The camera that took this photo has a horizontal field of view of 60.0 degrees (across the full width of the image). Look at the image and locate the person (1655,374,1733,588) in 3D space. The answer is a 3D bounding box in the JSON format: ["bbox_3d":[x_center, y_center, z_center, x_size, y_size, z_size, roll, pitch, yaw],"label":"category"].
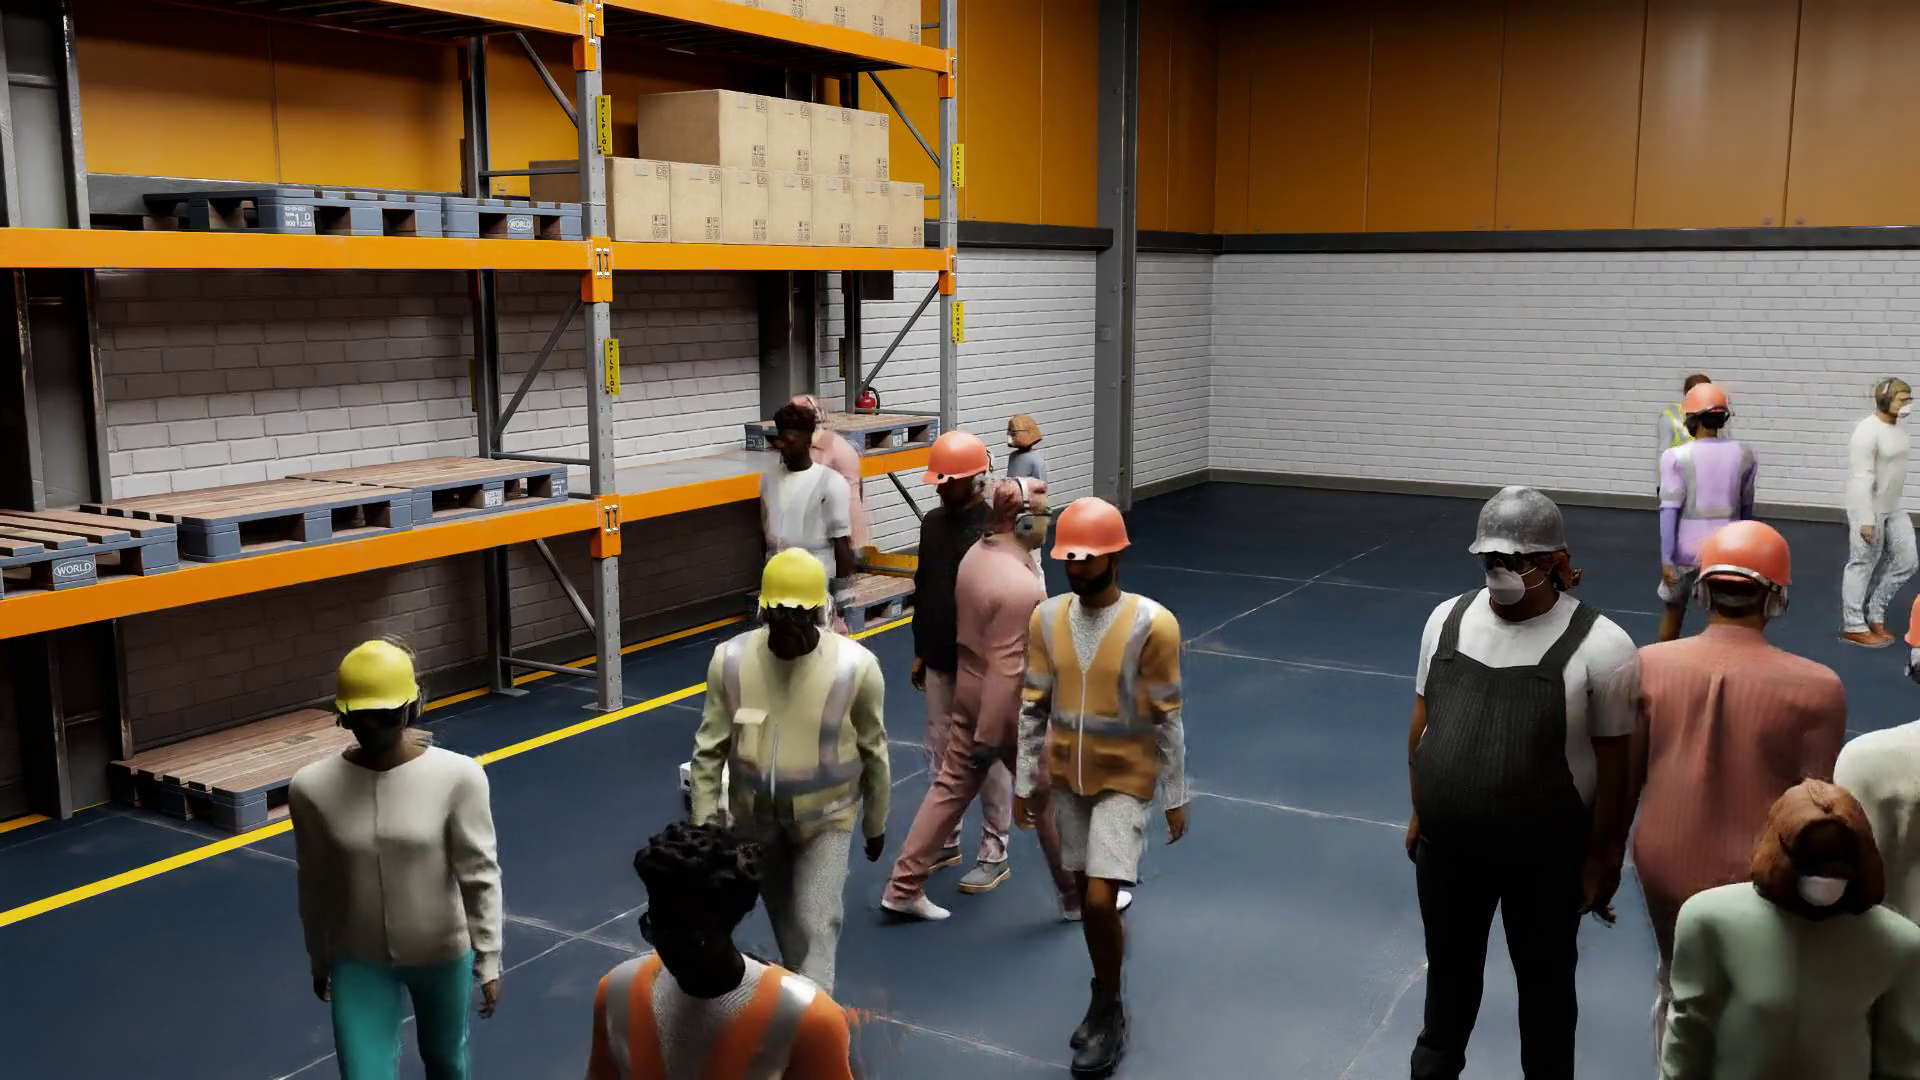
[{"bbox_3d":[6.307,-0.542,14.358,0.629,1.808,0.919,-1,9,-6],"label":"person"}]

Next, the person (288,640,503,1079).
[{"bbox_3d":[-1.489,1.089,4.465,0.537,1.718,0.943,-2,9,-11],"label":"person"}]

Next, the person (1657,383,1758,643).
[{"bbox_3d":[4.531,0.036,10.191,0.622,1.979,1.104,0,9,0],"label":"person"}]

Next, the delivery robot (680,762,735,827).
[{"bbox_3d":[-0.936,1.097,7.705,0.707,0.478,0.477,-9,13,-43],"label":"delivery robot"}]

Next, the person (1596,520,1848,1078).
[{"bbox_3d":[2.075,0.939,4.615,0.648,1.973,0.818,8,12,40],"label":"person"}]

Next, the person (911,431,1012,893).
[{"bbox_3d":[0.011,0.517,7.165,0.611,1.985,0.393,8,12,42],"label":"person"}]

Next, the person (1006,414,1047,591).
[{"bbox_3d":[0.466,-0.109,12.167,0.266,1.631,0.507,-4,10,-24],"label":"person"}]

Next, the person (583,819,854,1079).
[{"bbox_3d":[-0.495,1.333,3.051,0.553,1.656,0.802,5,10,27],"label":"person"}]

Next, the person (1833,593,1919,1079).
[{"bbox_3d":[2.366,1.056,3.967,0.625,1.943,1.040,2,9,11],"label":"person"}]

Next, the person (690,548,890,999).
[{"bbox_3d":[-0.561,0.903,5.387,0.601,1.777,0.915,2,9,14],"label":"person"}]

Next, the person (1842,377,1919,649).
[{"bbox_3d":[6.483,-0.177,11.680,0.659,1.923,0.473,-6,11,-33],"label":"person"}]

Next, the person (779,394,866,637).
[{"bbox_3d":[-0.908,-0.007,10.760,0.670,1.883,0.471,7,11,37],"label":"person"}]

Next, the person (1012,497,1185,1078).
[{"bbox_3d":[0.416,0.814,5.515,0.581,1.916,0.640,6,11,35],"label":"person"}]

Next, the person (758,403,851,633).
[{"bbox_3d":[-0.841,0.192,9.329,0.611,1.944,0.766,6,11,33],"label":"person"}]

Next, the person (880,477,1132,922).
[{"bbox_3d":[0.158,0.662,6.696,1.023,1.855,0.635,-3,10,-21],"label":"person"}]

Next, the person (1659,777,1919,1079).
[{"bbox_3d":[1.745,1.284,3.501,0.516,1.617,0.331,2,9,14],"label":"person"}]
